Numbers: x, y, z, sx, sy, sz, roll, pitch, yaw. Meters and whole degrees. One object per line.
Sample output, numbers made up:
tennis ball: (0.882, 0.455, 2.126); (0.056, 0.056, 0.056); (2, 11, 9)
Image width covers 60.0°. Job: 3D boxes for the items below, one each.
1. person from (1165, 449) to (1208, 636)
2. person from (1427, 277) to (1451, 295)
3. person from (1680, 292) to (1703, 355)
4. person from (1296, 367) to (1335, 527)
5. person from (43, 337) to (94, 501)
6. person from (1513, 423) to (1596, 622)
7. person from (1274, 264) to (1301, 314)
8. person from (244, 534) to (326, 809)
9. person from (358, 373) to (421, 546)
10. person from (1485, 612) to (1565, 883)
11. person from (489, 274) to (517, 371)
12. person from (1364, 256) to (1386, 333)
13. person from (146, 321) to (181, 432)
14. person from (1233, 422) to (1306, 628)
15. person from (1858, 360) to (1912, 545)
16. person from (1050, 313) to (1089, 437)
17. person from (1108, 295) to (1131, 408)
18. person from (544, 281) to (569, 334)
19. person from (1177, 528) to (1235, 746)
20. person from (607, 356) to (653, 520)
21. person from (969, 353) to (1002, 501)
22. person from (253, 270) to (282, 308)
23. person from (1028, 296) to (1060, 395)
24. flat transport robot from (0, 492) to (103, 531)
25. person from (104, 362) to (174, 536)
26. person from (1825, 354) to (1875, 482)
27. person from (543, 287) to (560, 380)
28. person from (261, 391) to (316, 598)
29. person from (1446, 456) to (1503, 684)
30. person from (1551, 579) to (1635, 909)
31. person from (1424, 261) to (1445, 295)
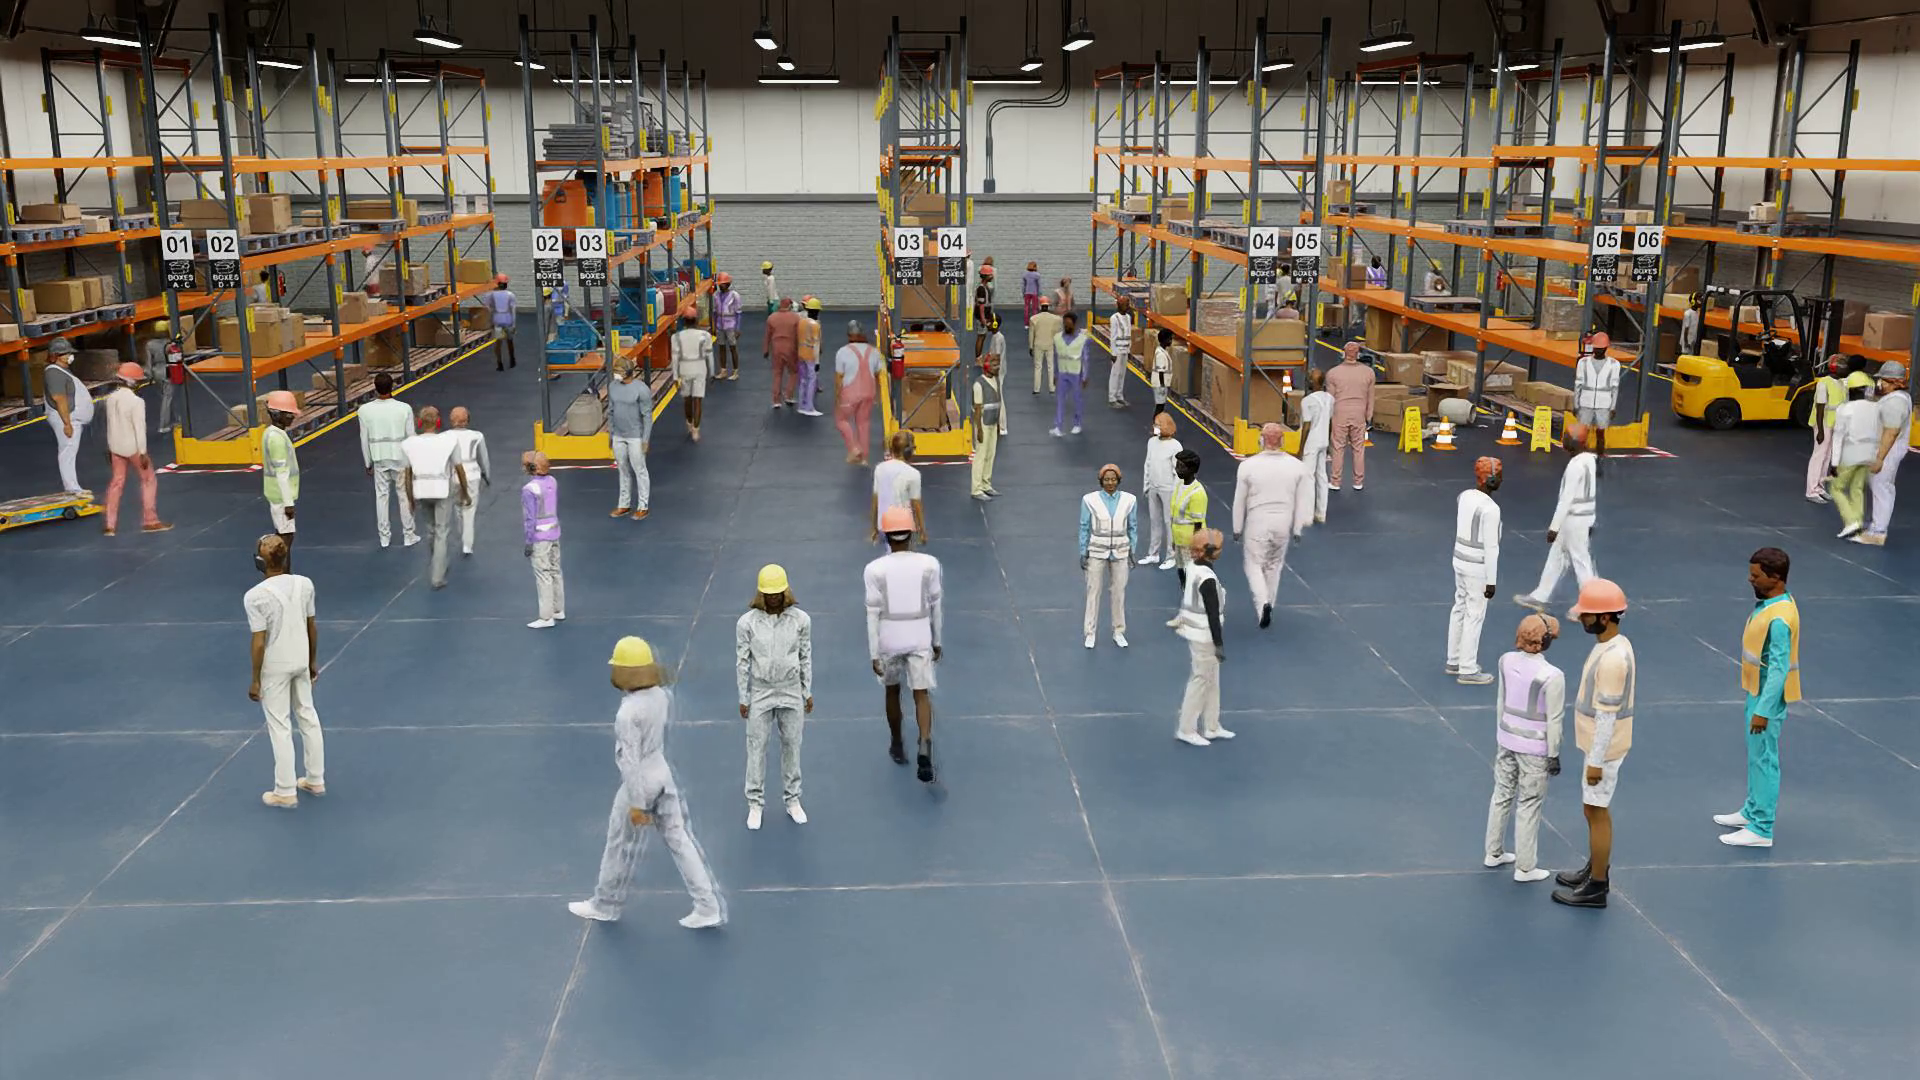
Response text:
person: (2.049, 0.016, 14.957); (0.319, 1.694, 0.533); (-3, 14, -13)
person: (10.165, -4.774, 35.389); (0.514, 1.623, 0.378); (0, 13, 2)
person: (12.699, -3.372, 28.918); (0.328, 1.874, 0.517); (10, 17, 37)
person: (4.082, -1.071, 19.250); (0.520, 1.844, 0.375); (-10, 17, -37)
person: (-11.029, -1.502, 20.630); (0.536, 2.000, 0.672); (-7, 15, -28)
person: (5.581, -0.176, 15.420); (0.901, 1.842, 0.629); (7, 15, 29)
person: (7.156, -5.118, 36.366); (0.571, 1.842, 0.471); (2, 13, 7)
person: (-4.487, 0.863, 11.031); (0.332, 1.844, 0.518); (8, 15, 29)
person: (-6.249, -0.877, 18.241); (0.593, 1.922, 0.391); (-2, 13, -8)
person: (3.377, 1.233, 9.929); (0.315, 1.629, 0.508); (-5, 14, -21)
person: (-9.005, -4.301, 32.814); (0.544, 1.896, 0.985); (-2, 13, -7)
person: (9.772, -5.779, 39.202); (0.623, 1.837, 0.429); (-6, 15, -25)
person: (-12.286, -2.545, 25.786); (0.499, 1.684, 0.916); (0, 13, 0)
person: (2.812, -0.129, 15.151); (0.651, 1.883, 0.747); (-1, 13, -4)
person: (10.166, -0.973, 18.391); (0.535, 2.000, 0.673); (9, 16, 35)
person: (1.652, -2.496, 25.207); (0.614, 1.862, 0.987); (6, 14, 23)
person: (2.711, -3.177, 28.060); (0.337, 1.882, 0.583); (8, 16, 32)
person: (-8.266, -4.632, 33.886); (0.606, 2.044, 0.374); (1, 13, 4)
person: (1.818, 0.711, 12.143); (0.454, 1.627, 0.548); (-1, 13, -2)
person: (-3.893, -1.201, 19.585); (0.627, 1.935, 0.371); (7, 15, 28)
person: (0.319, -1.416, 20.715); (0.381, 1.837, 0.563); (7, 15, 26)
person: (-14.416, -4.716, 34.726); (0.530, 1.822, 0.908); (-2, 13, -7)
person: (1.491, -3.443, 29.498); (0.563, 1.742, 0.361); (-1, 13, -5)
flat transport robot: (-10.914, -0.333, 19.469); (0.652, 0.197, 1.431); (8, 16, 31)
person: (-9.429, -1.018, 18.803); (0.660, 1.955, 0.622); (7, 15, 26)
person: (11.585, -1.567, 21.645); (0.540, 1.696, 0.316); (-2, 13, -9)
person: (-7.773, -3.898, 31.392); (0.342, 1.756, 0.518); (-1, 13, -6)
person: (-6.522, -0.430, 16.109); (0.403, 2.033, 0.607); (-7, 15, -26)
person: (4.216, 0.246, 13.591); (0.350, 1.878, 0.567); (-3, 14, -11)
person: (3.658, 1.165, 9.589); (0.392, 1.925, 0.548); (5, 14, 19)
person: (10.906, -5.508, 38.175); (0.608, 1.781, 0.718); (-11, 17, -38)
